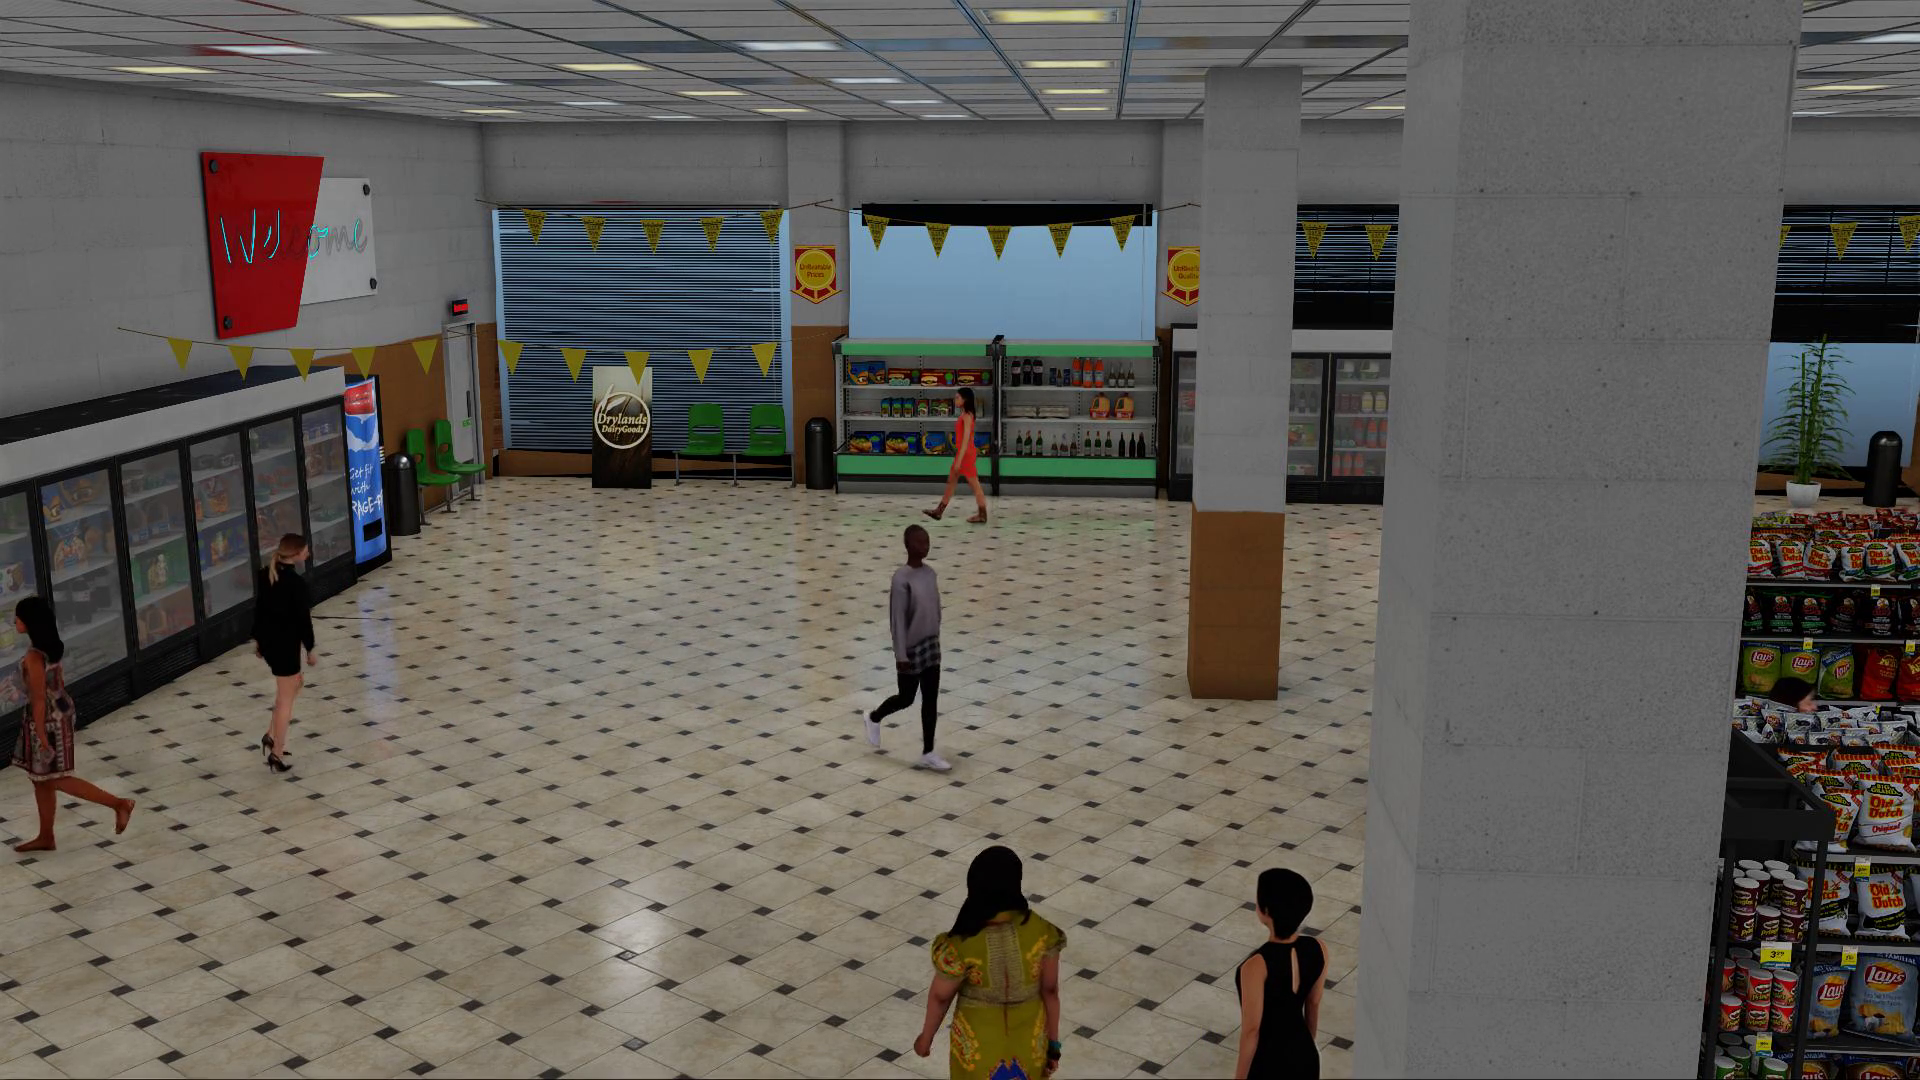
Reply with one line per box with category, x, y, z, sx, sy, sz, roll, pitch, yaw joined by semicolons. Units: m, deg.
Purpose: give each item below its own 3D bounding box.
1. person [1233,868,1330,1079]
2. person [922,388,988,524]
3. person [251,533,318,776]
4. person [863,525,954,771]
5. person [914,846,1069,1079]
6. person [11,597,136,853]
person;1.211;2.015;6.321;0.639;1.604;0.717;-8;14;-34
person;0.163;-1.007;20.474;1.120;1.685;0.824;-2;12;-11
person;-4.811;0.809;11.738;0.693;1.731;0.807;3;12;15
person;-0.384;0.782;11.895;1.107;1.720;0.976;10;15;39
person;0.187;2.013;6.303;1.320;1.615;1.195;-6;13;-27
person;-5.568;1.158;10.340;1.046;1.626;0.819;-3;12;-13
